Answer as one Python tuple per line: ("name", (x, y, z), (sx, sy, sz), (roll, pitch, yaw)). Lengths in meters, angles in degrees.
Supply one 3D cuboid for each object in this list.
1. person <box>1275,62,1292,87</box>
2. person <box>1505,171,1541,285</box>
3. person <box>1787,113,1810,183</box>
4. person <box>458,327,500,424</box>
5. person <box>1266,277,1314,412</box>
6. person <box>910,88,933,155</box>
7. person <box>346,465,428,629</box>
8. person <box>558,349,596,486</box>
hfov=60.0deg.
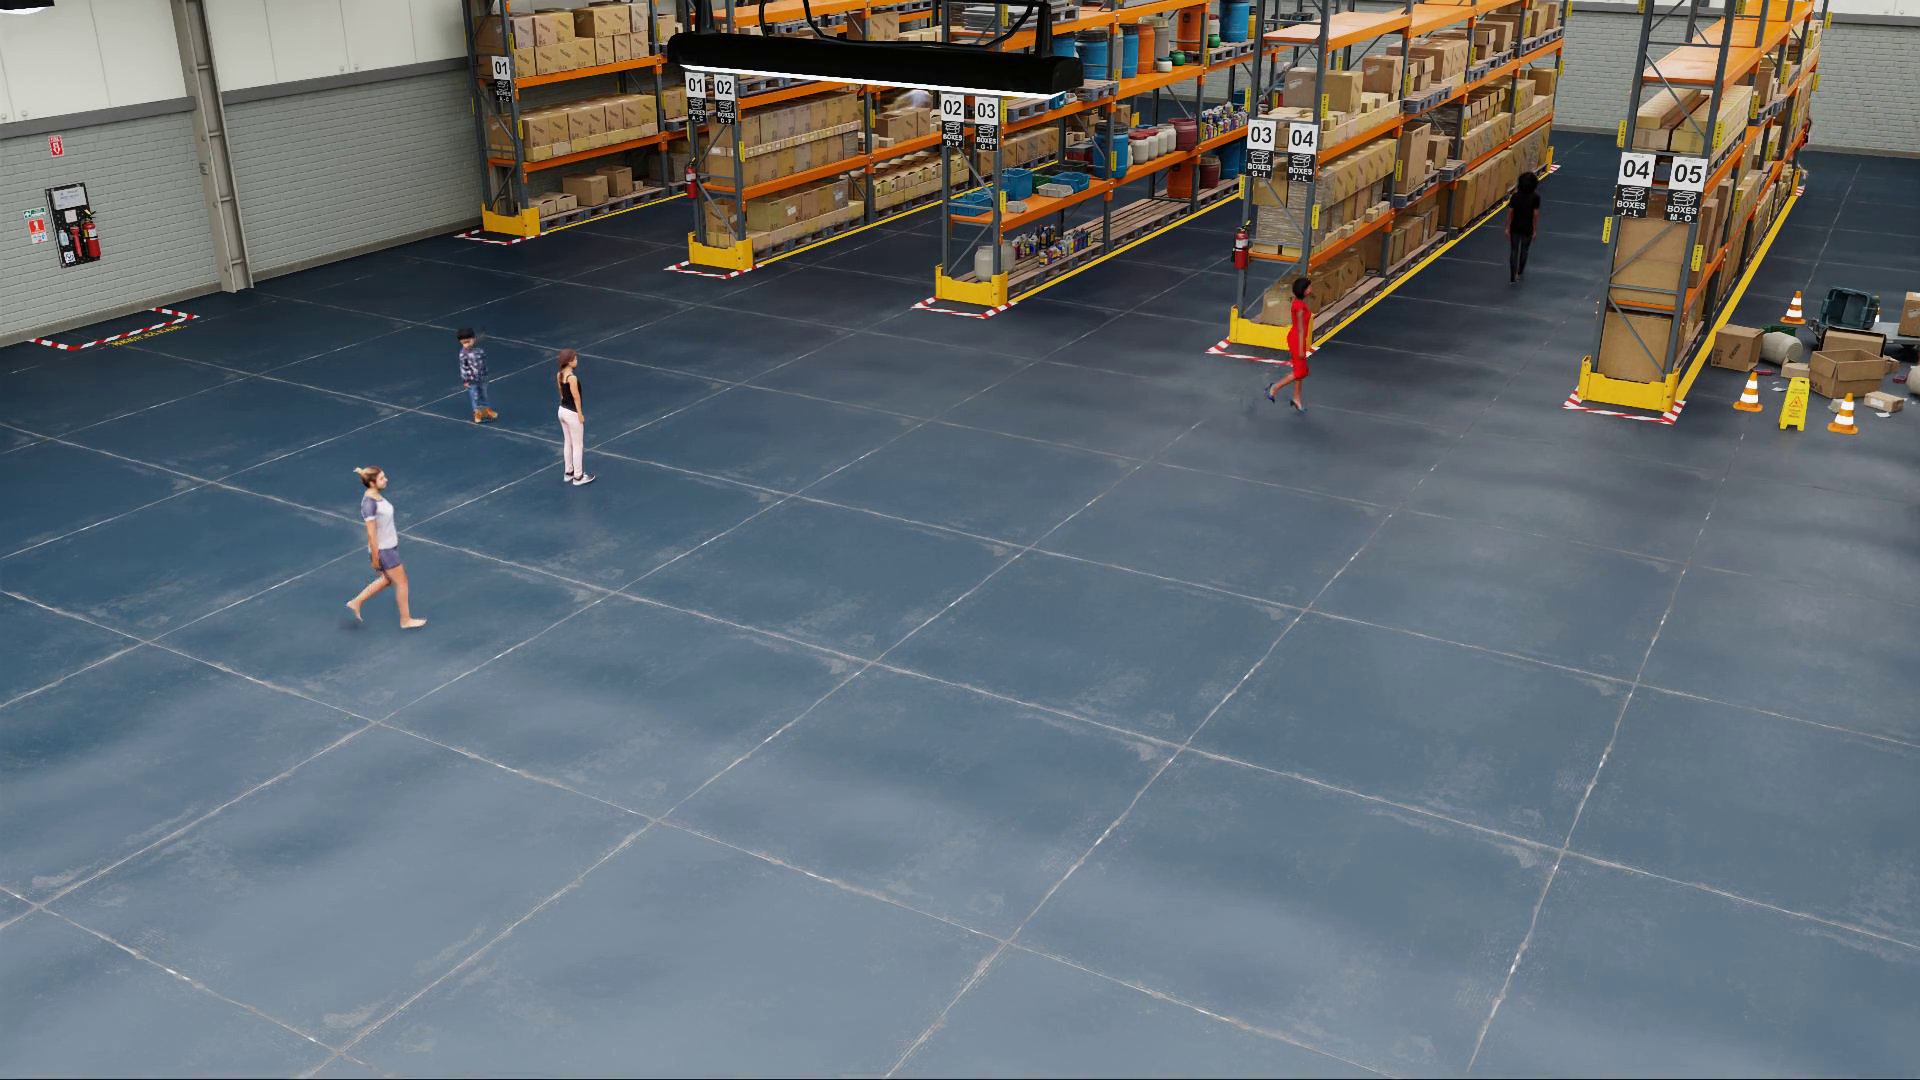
("person", (7.681, -10.519, 39.898), (0.848, 1.824, 0.814), (-17, 28, -35))
("person", (9.131, -5.054, 27.077), (0.785, 1.801, 1.136), (8, 24, 18))
("person", (17.482, -8.244, 34.649), (0.955, 1.745, 0.903), (-12, 26, -26))
("person", (-6.051, -2.069, 20.780), (0.698, 1.235, 0.578), (17, 29, 35))
("person", (4.209, -2.459, 21.062), (0.787, 1.732, 0.803), (5, 24, 12))
("person", (-0.924, -9.470, 37.486), (0.795, 1.781, 1.209), (8, 24, 18))
("person", (-5.360, 0.085, 15.251), (0.982, 1.599, 0.925), (-5, 24, -12))
("person", (-4.402, -1.412, 18.817), (0.579, 1.563, 0.559), (-20, 30, -39))
